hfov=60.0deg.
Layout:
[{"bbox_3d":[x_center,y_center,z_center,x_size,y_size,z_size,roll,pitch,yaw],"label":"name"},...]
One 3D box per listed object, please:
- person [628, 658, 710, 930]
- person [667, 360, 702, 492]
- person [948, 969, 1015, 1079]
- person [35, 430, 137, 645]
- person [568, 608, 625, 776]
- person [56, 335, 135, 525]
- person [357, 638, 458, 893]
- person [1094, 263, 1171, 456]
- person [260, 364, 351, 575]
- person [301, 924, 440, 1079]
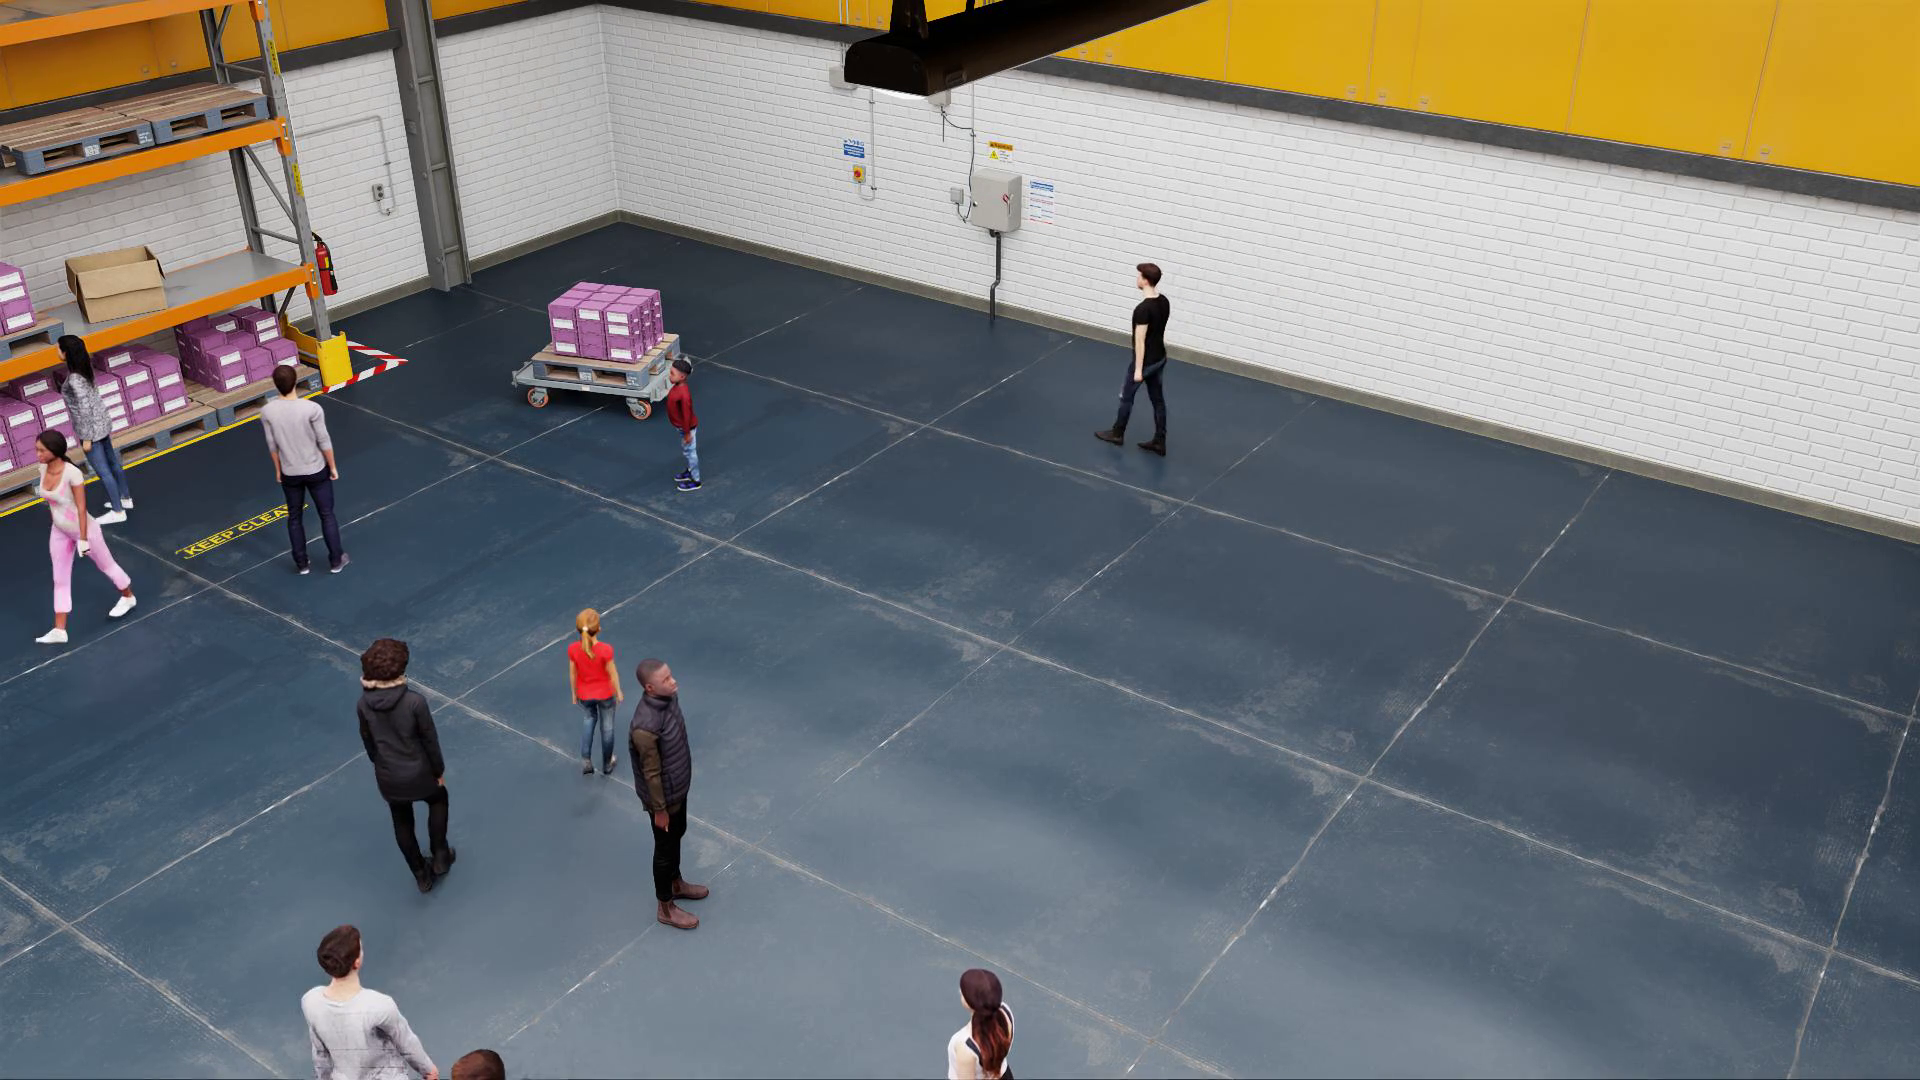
[{"bbox_3d":[-1.762,1.491,9.960,0.840,1.836,0.703,3,29,5],"label":"person"},{"bbox_3d":[-2.515,-1.074,15.270,0.630,1.253,0.581,-8,30,-14],"label":"person"},{"bbox_3d":[0.120,2.698,7.944,0.604,1.647,0.458,17,33,29],"label":"person"},{"bbox_3d":[-6.812,-0.078,12.982,0.793,1.695,1.184,10,30,18],"label":"person"},{"bbox_3d":[-2.482,1.080,11.273,0.612,1.299,0.698,3,29,5],"label":"person"},{"bbox_3d":[-7.617,-0.990,14.616,0.741,1.732,0.679,-5,29,-8],"label":"person"},{"bbox_3d":[-3.386,1.437,10.131,0.781,1.766,0.826,-1,29,-2],"label":"person"},{"bbox_3d":[1.857,-1.671,15.715,0.778,1.874,0.899,20,34,32],"label":"person"},{"bbox_3d":[-5.438,-0.583,13.759,0.711,1.839,0.751,-3,29,-5],"label":"person"},{"bbox_3d":[-2.801,2.671,7.834,0.850,1.799,1.238,9,30,16],"label":"person"}]
